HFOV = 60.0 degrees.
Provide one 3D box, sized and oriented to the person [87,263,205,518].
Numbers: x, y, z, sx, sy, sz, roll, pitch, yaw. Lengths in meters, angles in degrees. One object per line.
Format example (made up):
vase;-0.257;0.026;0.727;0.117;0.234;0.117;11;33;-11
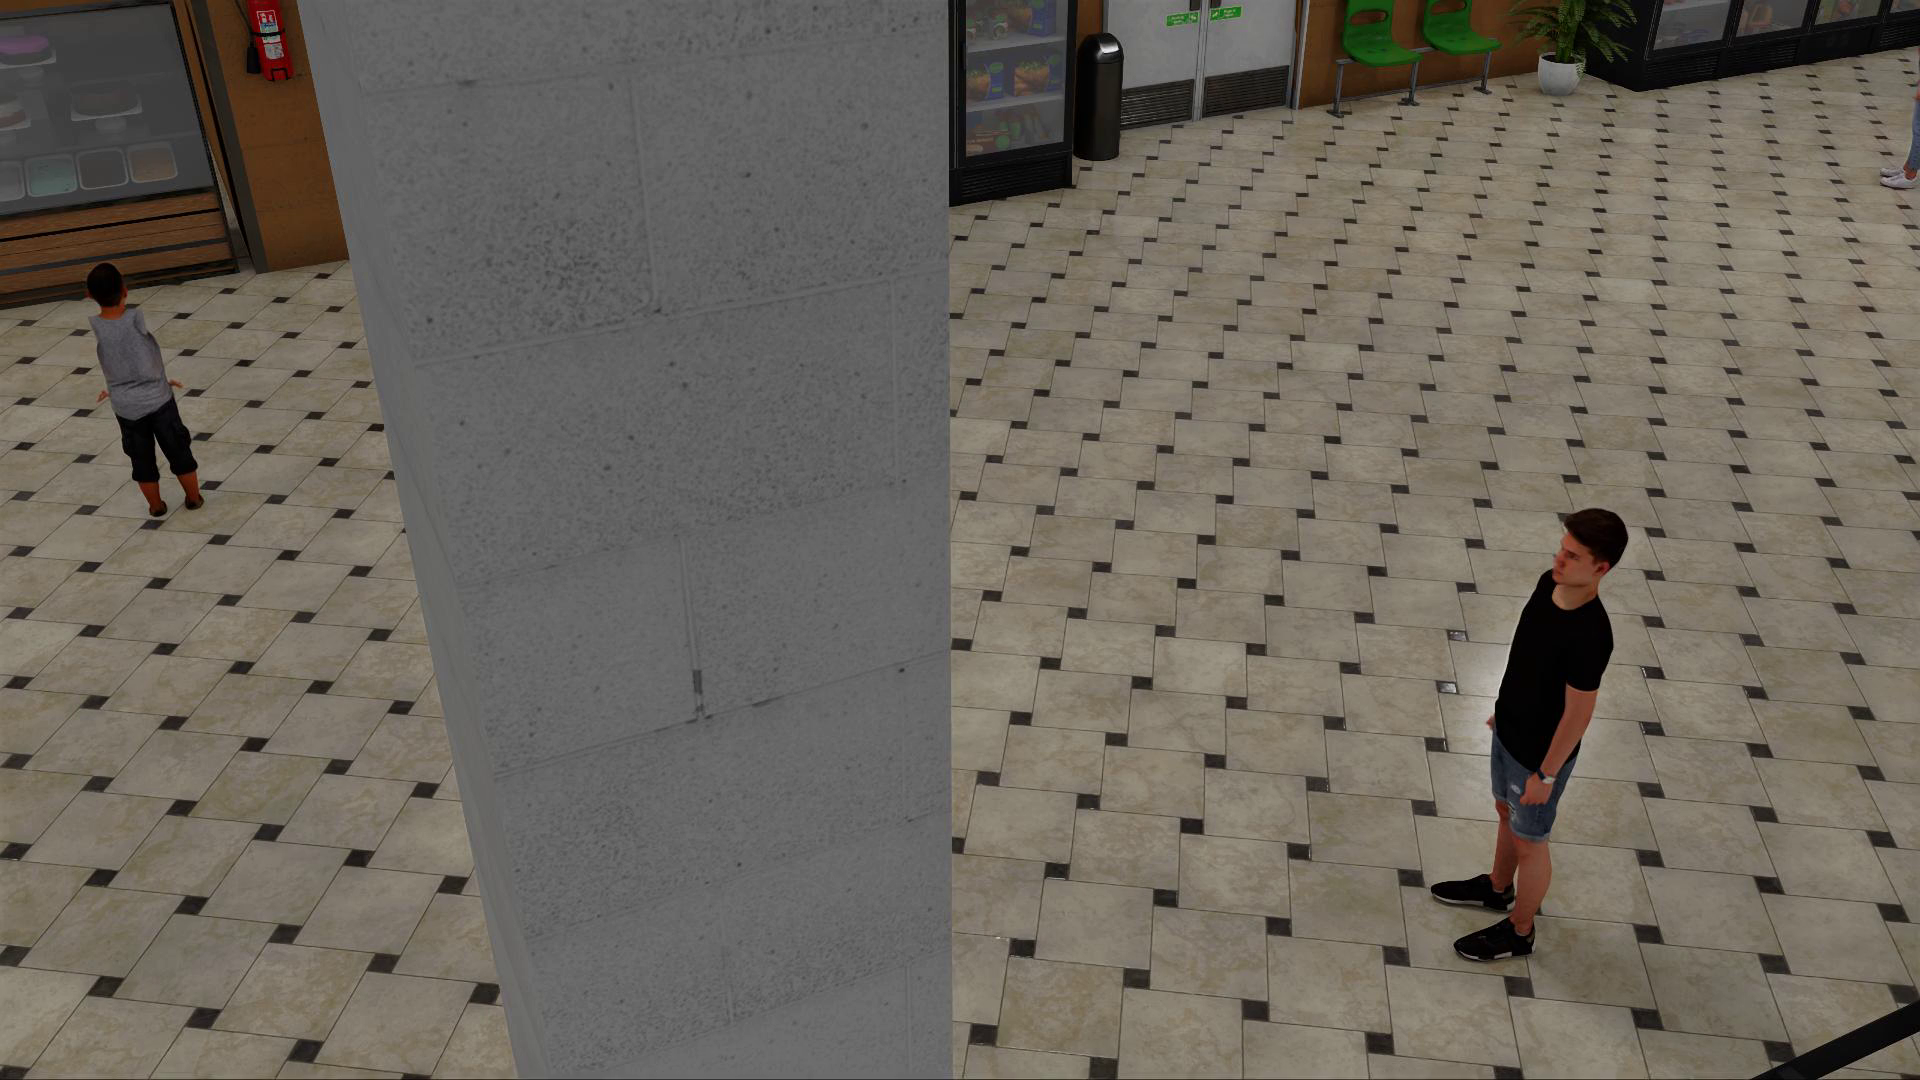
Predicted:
person;-4.257;-0.799;8.620;0.584;1.456;0.509;-12;34;-18

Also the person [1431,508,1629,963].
person;2.043;0.692;5.857;0.790;1.844;0.646;-1;32;-2
